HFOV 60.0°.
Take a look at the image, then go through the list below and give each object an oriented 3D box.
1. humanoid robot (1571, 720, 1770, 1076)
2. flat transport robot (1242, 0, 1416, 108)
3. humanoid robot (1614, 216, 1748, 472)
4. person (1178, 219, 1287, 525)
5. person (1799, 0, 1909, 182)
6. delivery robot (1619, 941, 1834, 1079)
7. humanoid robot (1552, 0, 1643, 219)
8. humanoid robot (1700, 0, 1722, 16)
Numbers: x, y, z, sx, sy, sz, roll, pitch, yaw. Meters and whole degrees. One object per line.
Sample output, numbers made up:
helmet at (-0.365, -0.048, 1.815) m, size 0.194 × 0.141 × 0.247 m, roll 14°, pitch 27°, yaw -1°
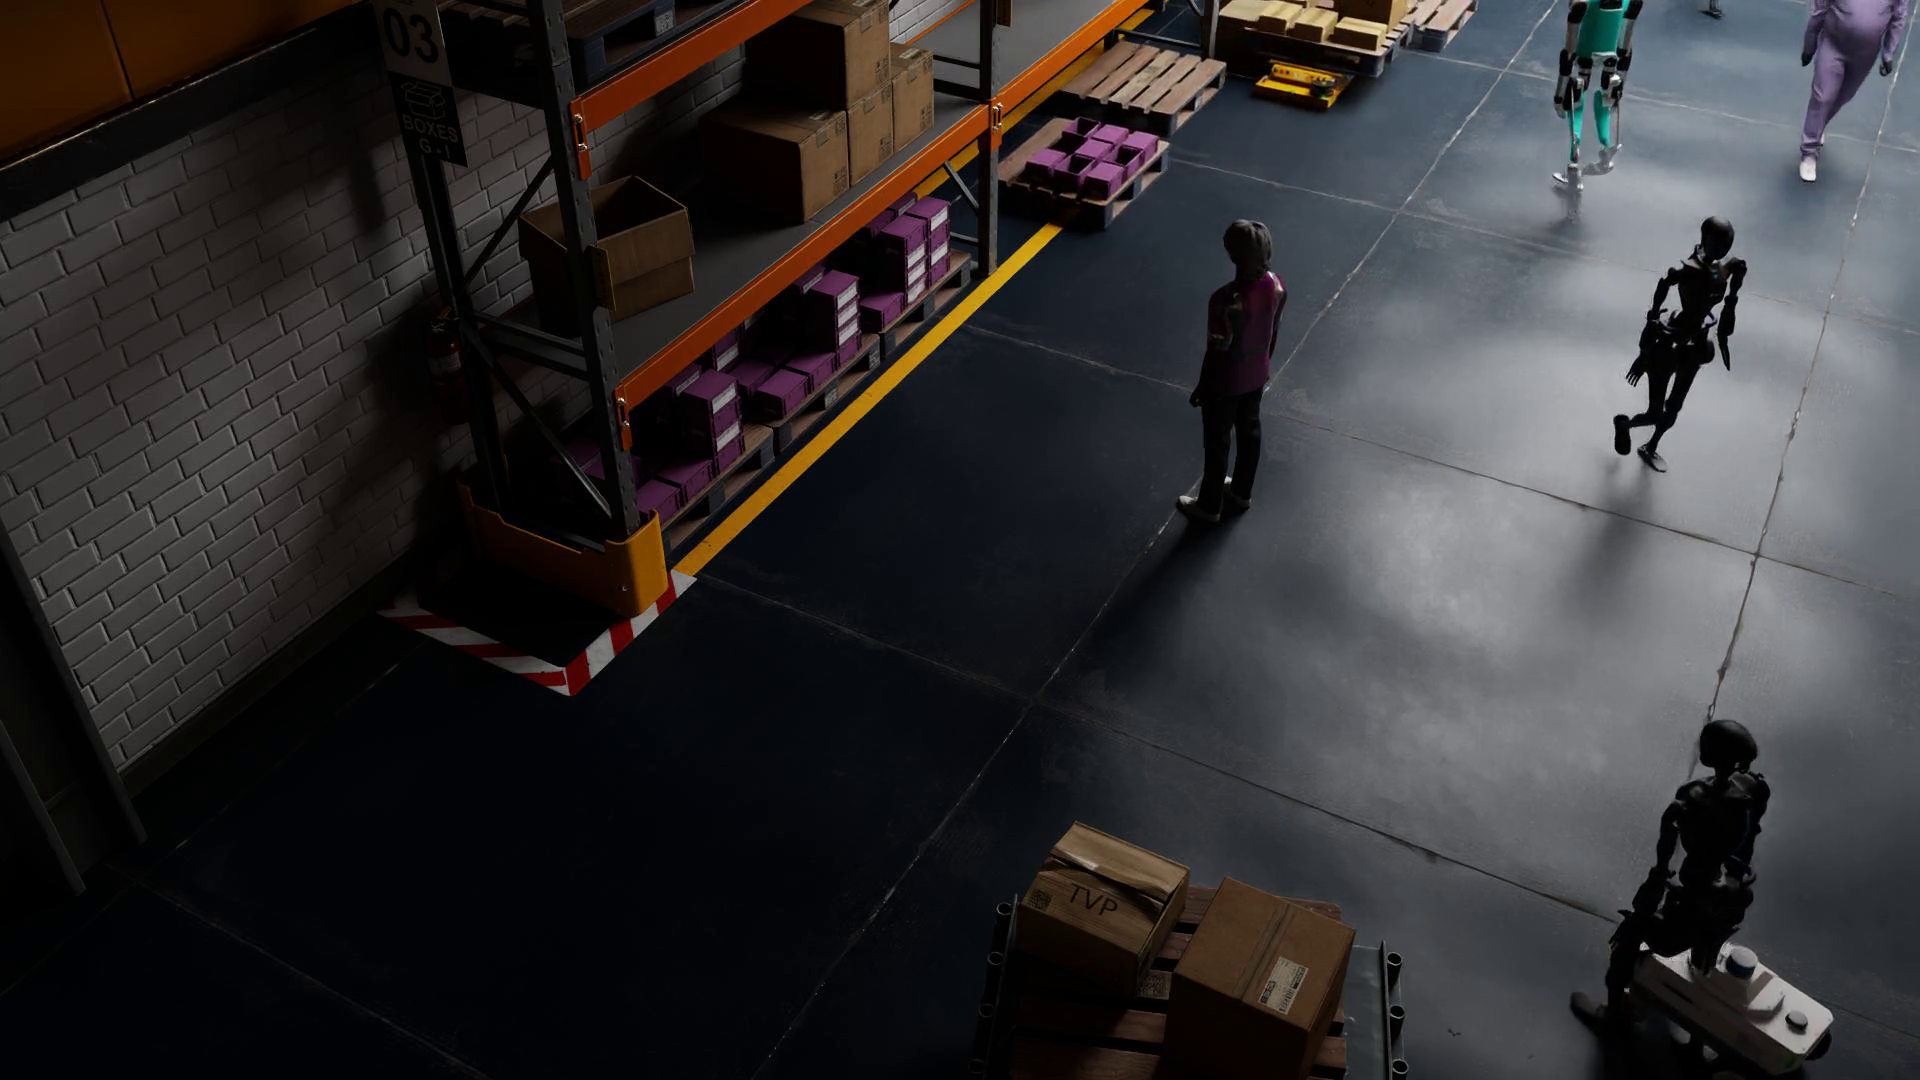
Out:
humanoid robot at (2.818, 1.407, 6.358) m, size 0.608 × 1.628 × 0.547 m, roll -17°, pitch 42°, yaw -20°
flat transport robot at (3.126, -4.132, 14.385) m, size 0.659 × 0.231 × 1.431 m, roll 20°, pitch 43°, yaw 23°
humanoid robot at (4.121, -1.134, 9.511) m, size 0.612 × 1.648 × 0.386 m, roll -8°, pitch 39°, yaw -10°
person at (1.496, -0.909, 9.093) m, size 0.516 × 1.847 × 0.337 m, roll -22°, pitch 44°, yaw -25°
person at (6.750, -3.768, 12.644) m, size 0.633 × 1.871 × 0.933 m, roll 6°, pitch 39°, yaw 8°
delivery robot at (3.078, 1.877, 6.659) m, size 0.499 × 0.613 × 0.803 m, roll -29°, pitch 47°, yaw -31°
humanoid robot at (4.593, -3.138, 11.990) m, size 0.562 × 1.773 × 0.852 m, roll -6°, pitch 39°, yaw -7°
humanoid robot at (6.932, -5.698, 15.261) m, size 0.600 × 1.634 × 0.792 m, roll -17°, pitch 42°, yaw -20°
